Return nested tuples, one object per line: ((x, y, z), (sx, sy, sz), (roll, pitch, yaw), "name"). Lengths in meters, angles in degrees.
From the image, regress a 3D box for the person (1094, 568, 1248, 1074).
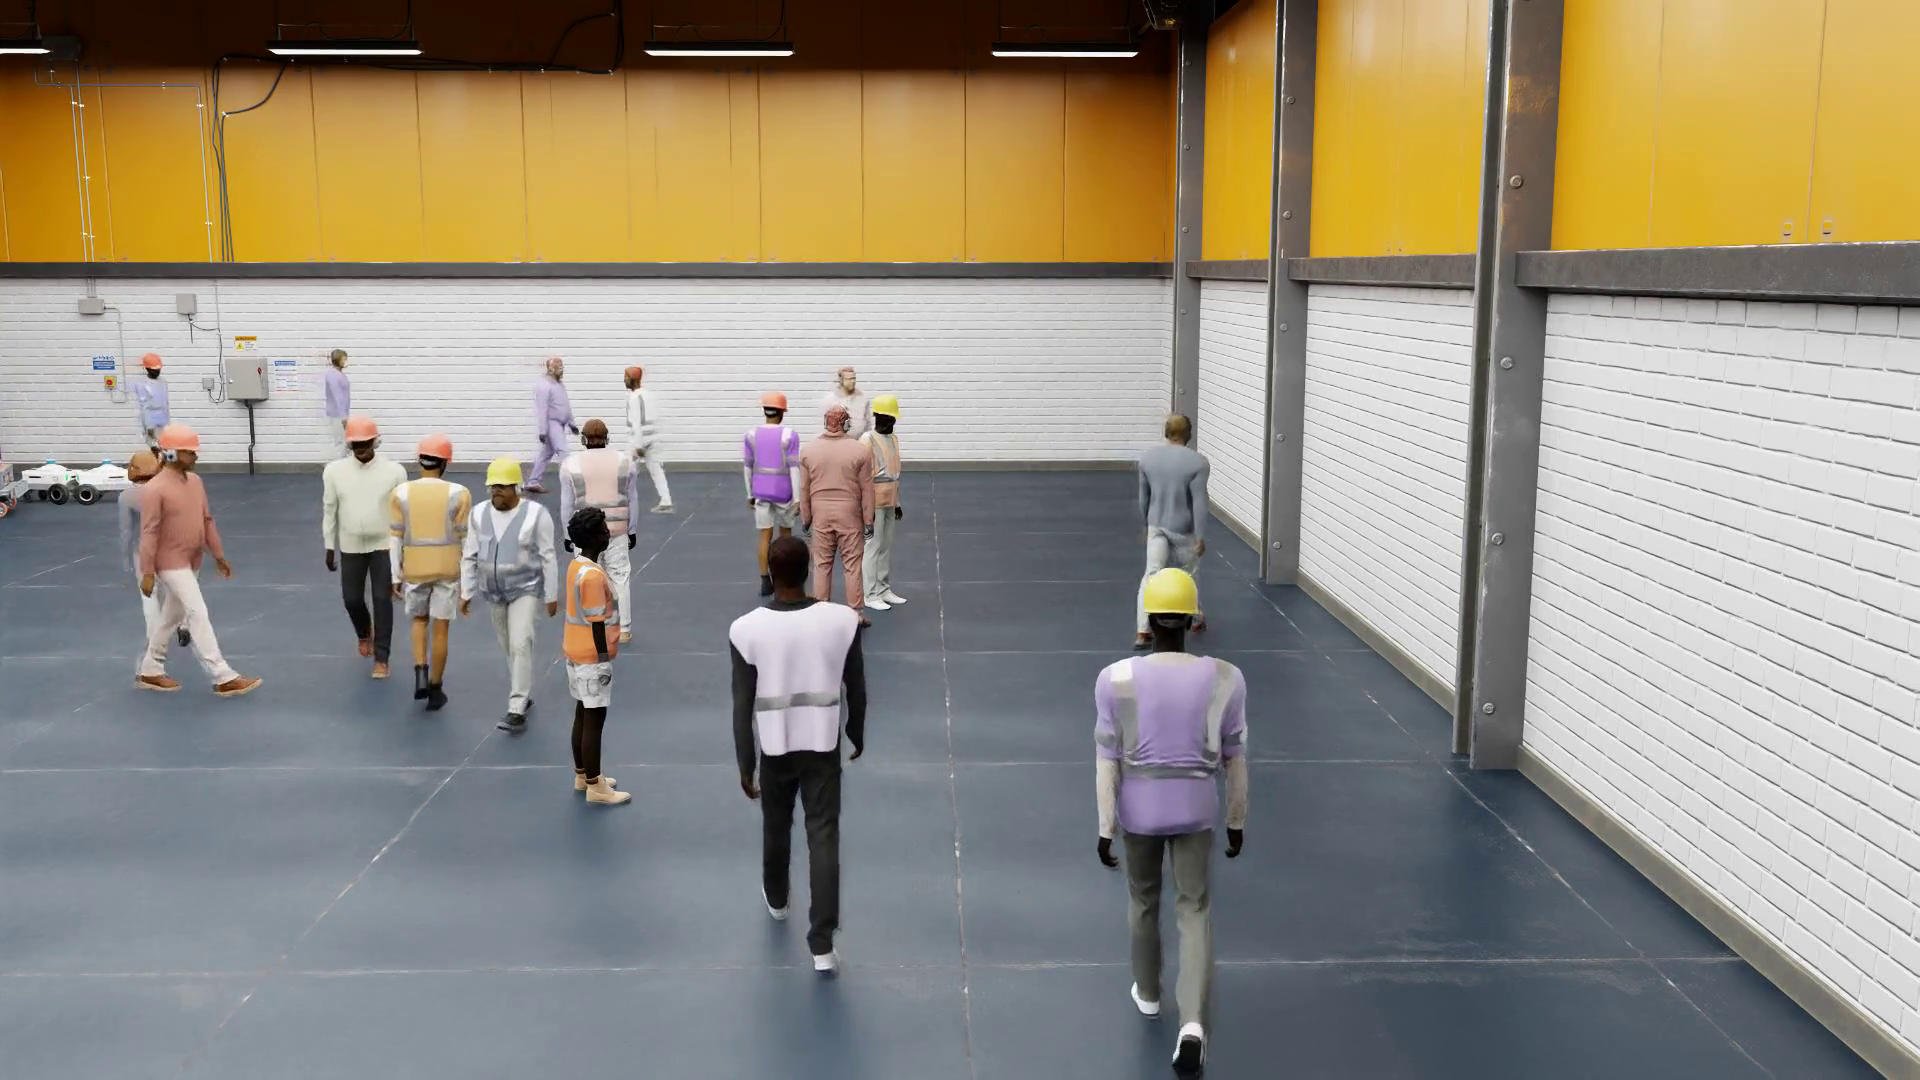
((0.817, 1.053, 6.427), (0.598, 1.896, 0.898), (0, 9, 1), "person")

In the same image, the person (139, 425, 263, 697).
((-5.489, 0.153, 11.806), (1.001, 1.941, 0.620), (1, 9, 4), "person")

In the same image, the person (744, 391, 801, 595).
((-1.720, -0.454, 15.654), (0.584, 1.892, 0.800), (2, 9, 10), "person")

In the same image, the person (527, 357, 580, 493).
((-5.420, -1.524, 22.346), (0.990, 1.854, 0.653), (1, 9, 4), "person")

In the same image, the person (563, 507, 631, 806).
((-2.083, 0.656, 9.458), (0.317, 1.696, 0.537), (-4, 10, -24), "person")

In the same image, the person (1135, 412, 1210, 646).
((1.721, -0.094, 13.485), (0.663, 1.890, 1.027), (6, 11, 32), "person")

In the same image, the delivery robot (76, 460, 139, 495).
((-11.057, -0.800, 21.587), (0.707, 0.478, 0.477), (-3, 10, -18), "delivery robot")

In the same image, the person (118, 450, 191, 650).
((-6.323, 0.098, 13.090), (0.411, 1.620, 0.522), (9, 13, 42), "person")

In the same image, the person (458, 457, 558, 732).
((-3.017, 0.357, 10.964), (0.610, 1.796, 0.845), (2, 10, 14), "person")

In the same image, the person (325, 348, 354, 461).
((-8.676, -1.728, 23.386), (0.452, 1.922, 0.636), (-1, 9, -7), "person")

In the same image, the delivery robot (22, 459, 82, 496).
((-11.799, -0.806, 21.621), (0.707, 0.478, 0.477), (2, 9, 10), "delivery robot")

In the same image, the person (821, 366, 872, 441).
((-1.304, -1.109, 19.668), (0.684, 1.890, 0.436), (-6, 11, -31), "person")

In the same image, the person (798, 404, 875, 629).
((-1.021, -0.188, 13.985), (0.648, 1.907, 0.401), (2, 9, 10), "person")

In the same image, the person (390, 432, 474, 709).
((-3.635, 0.210, 11.511), (0.552, 1.911, 0.428), (-1, 9, -7), "person")

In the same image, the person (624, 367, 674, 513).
((-4.025, -1.230, 20.612), (1.003, 1.827, 0.584), (2, 10, 14), "person")

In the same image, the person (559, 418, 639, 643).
((-2.910, -0.063, 13.433), (0.626, 1.842, 0.429), (-4, 10, -21), "person")

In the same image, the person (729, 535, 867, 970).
((-0.714, 0.905, 7.436), (0.609, 1.861, 1.023), (-1, 9, -8), "person")

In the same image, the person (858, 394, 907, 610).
((-0.692, -0.346, 14.898), (0.368, 1.926, 0.587), (4, 10, 24), "person")

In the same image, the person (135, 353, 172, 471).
((-10.937, -1.599, 22.651), (0.442, 1.904, 0.555), (3, 10, 20), "person")

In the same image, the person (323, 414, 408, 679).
((-4.423, 0.027, 12.451), (0.633, 1.977, 0.624), (-2, 10, -14), "person")
